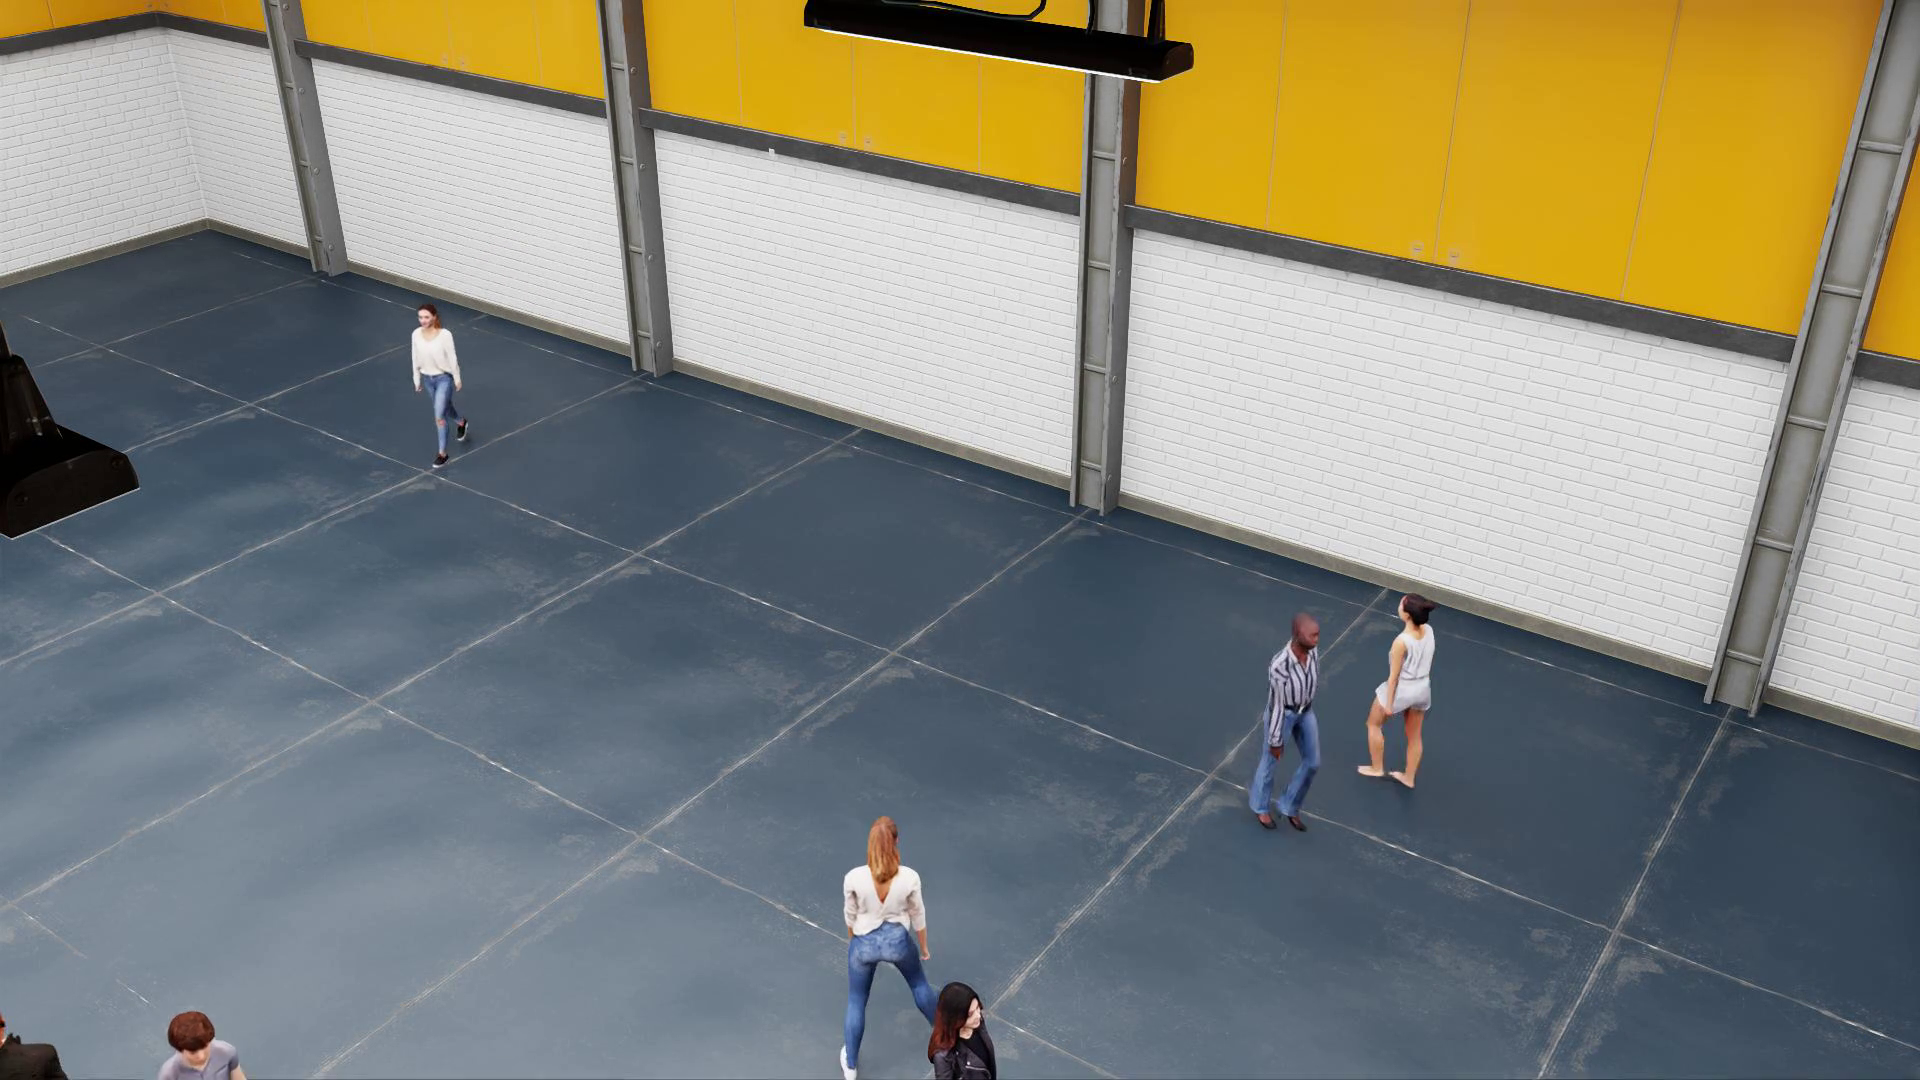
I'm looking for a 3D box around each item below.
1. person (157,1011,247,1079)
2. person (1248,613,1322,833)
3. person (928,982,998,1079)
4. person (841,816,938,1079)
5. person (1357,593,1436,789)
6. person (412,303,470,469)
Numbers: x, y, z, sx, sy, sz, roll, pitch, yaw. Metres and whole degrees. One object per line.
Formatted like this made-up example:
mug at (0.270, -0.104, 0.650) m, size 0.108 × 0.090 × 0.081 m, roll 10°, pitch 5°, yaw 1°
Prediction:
person at (-3.870, 3.027, 8.569) m, size 0.894 × 1.607 × 1.222 m, roll -17°, pitch 33°, yaw -28°
person at (2.221, 1.252, 11.650) m, size 0.761 × 1.774 × 0.779 m, roll -21°, pitch 35°, yaw -34°
person at (0.000, 2.952, 8.678) m, size 0.645 × 1.634 × 0.696 m, roll 10°, pitch 30°, yaw 18°
person at (-0.412, 2.371, 9.680) m, size 0.961 × 1.695 × 1.045 m, roll -3°, pitch 29°, yaw -5°
person at (3.296, 1.130, 12.053) m, size 0.684 × 1.601 × 0.726 m, roll -16°, pitch 32°, yaw -26°
person at (-5.325, -1.645, 17.080) m, size 1.137 × 1.659 × 0.995 m, roll 6°, pitch 29°, yaw 11°
